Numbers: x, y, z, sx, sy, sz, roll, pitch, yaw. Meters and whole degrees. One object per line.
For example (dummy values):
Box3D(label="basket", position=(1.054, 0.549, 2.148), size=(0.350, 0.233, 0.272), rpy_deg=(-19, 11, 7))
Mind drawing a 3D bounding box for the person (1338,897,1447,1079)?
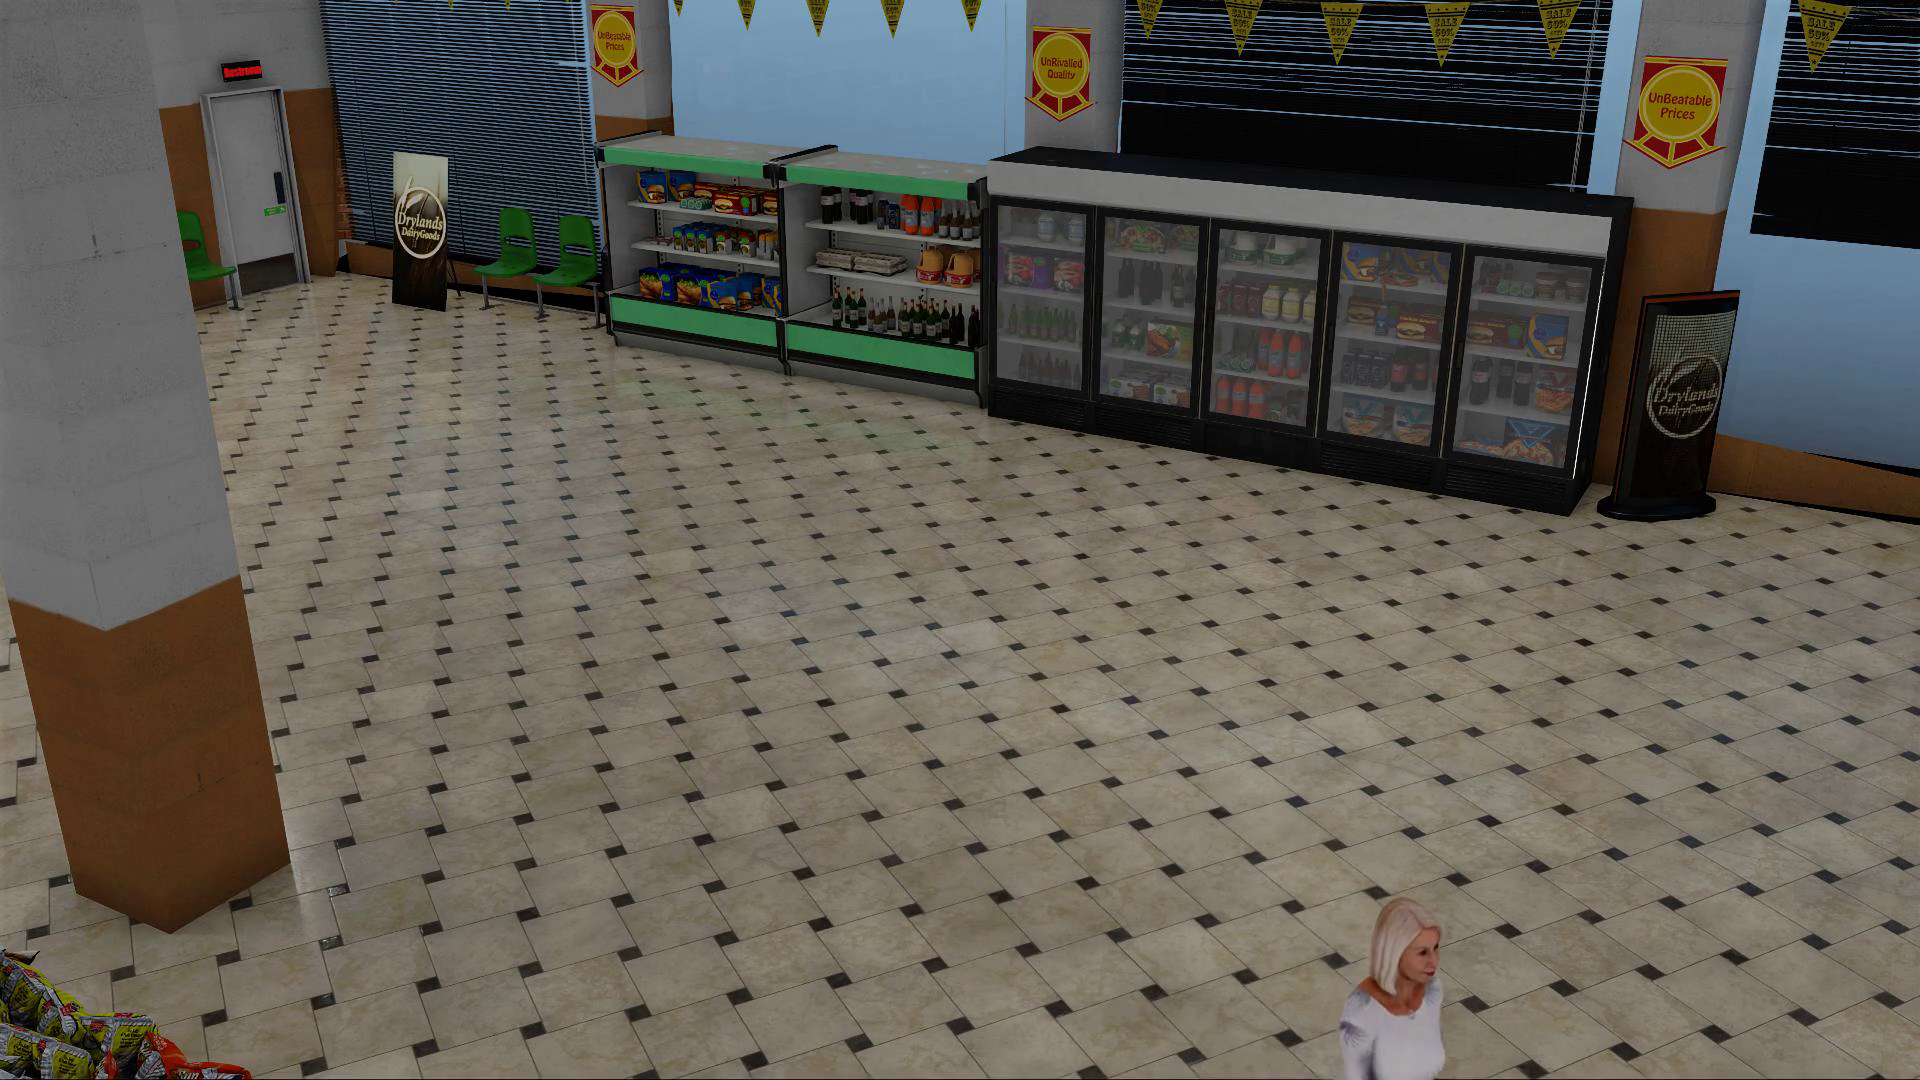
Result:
Box3D(label="person", position=(1.266, 1.881, 5.342), size=(0.917, 1.706, 1.151), rpy_deg=(-13, 25, -30))
